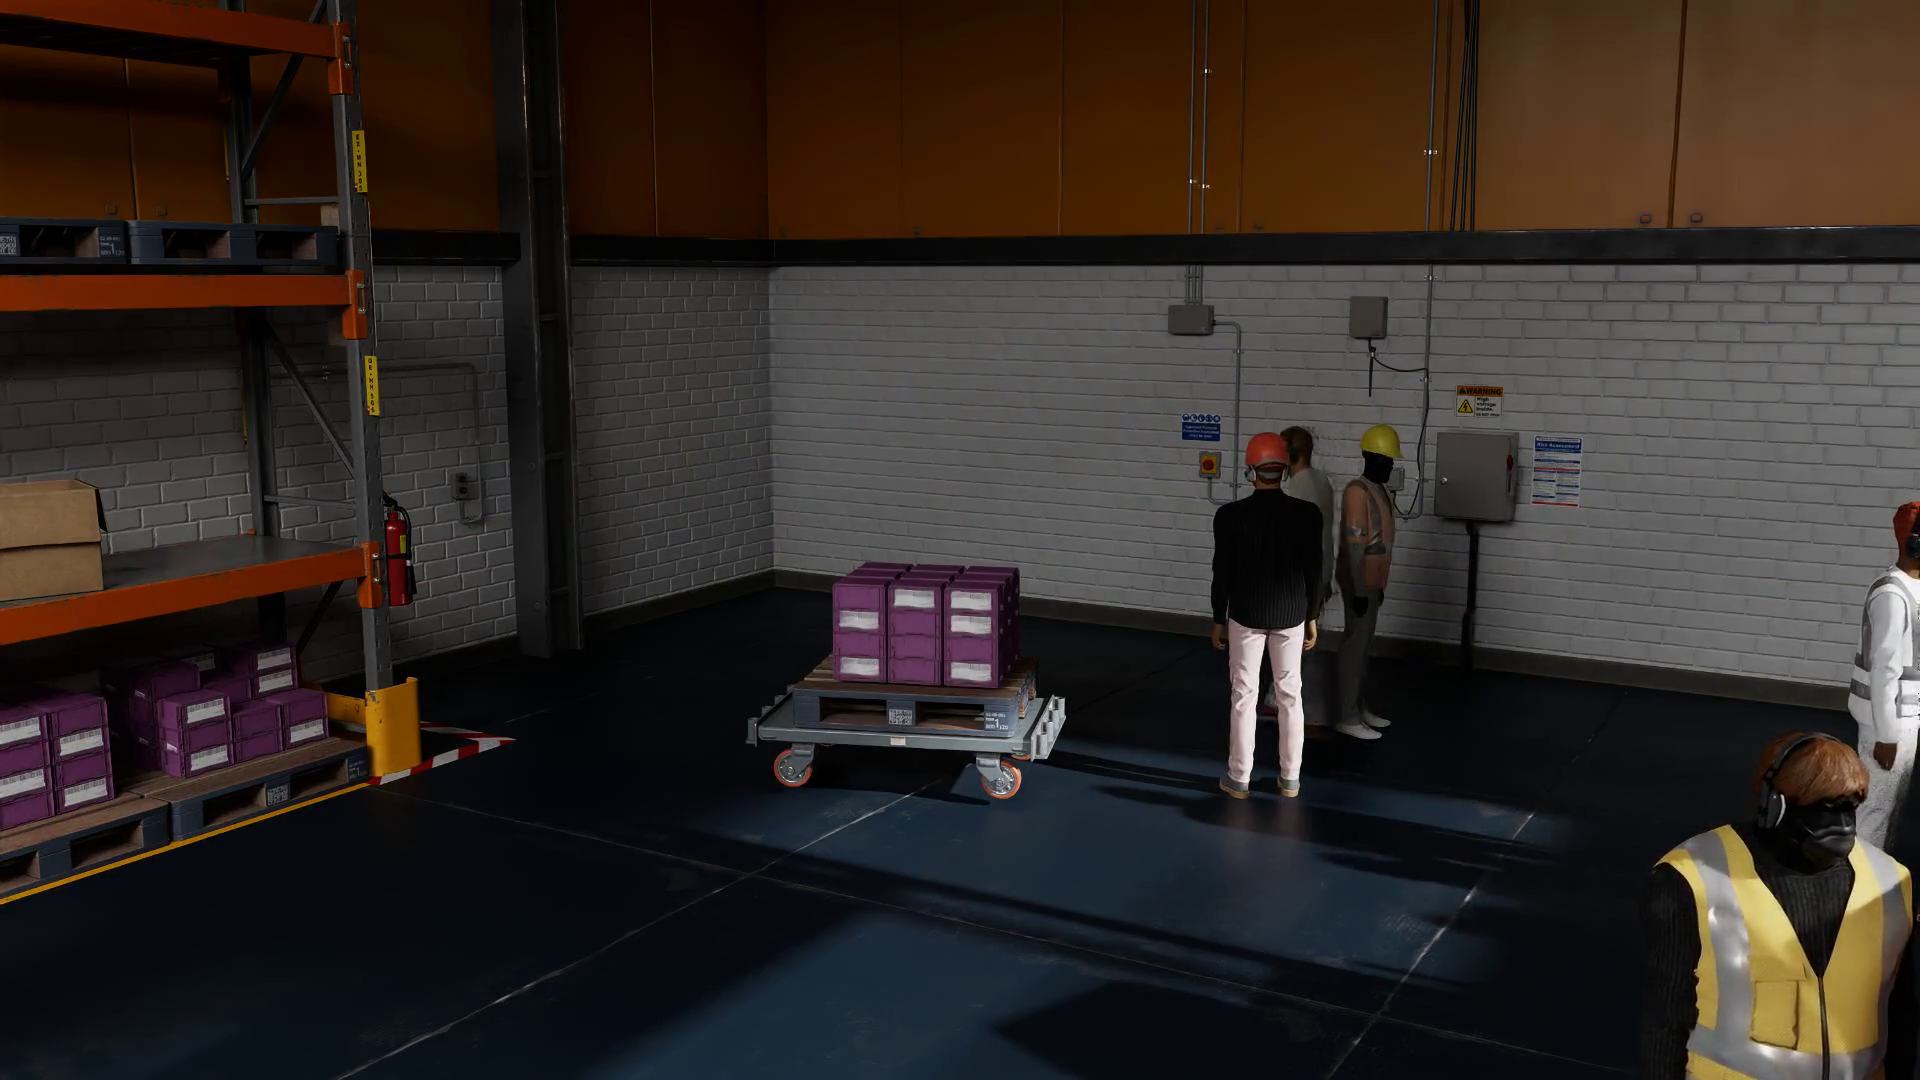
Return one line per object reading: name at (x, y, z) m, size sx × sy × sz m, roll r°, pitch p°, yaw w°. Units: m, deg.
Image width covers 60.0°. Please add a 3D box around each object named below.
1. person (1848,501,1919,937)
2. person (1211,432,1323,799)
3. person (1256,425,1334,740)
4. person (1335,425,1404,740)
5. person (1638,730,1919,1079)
person at (4.025, 0.767, 7.164) m, size 0.348 × 1.879 × 0.591 m, roll 8°, pitch 12°, yaw 39°
person at (1.652, 0.412, 8.991) m, size 0.612 × 1.996 × 0.376 m, roll -1°, pitch 9°, yaw -4°
person at (1.971, 0.254, 10.191) m, size 0.706 × 1.916 × 0.644 m, roll 5°, pitch 10°, yaw 29°
person at (2.515, 0.249, 10.240) m, size 0.383 × 1.922 × 0.587 m, roll 5°, pitch 10°, yaw 26°
person at (1.862, 1.326, 3.799) m, size 0.629 × 1.837 × 0.428 m, roll 0°, pitch 9°, yaw 1°
